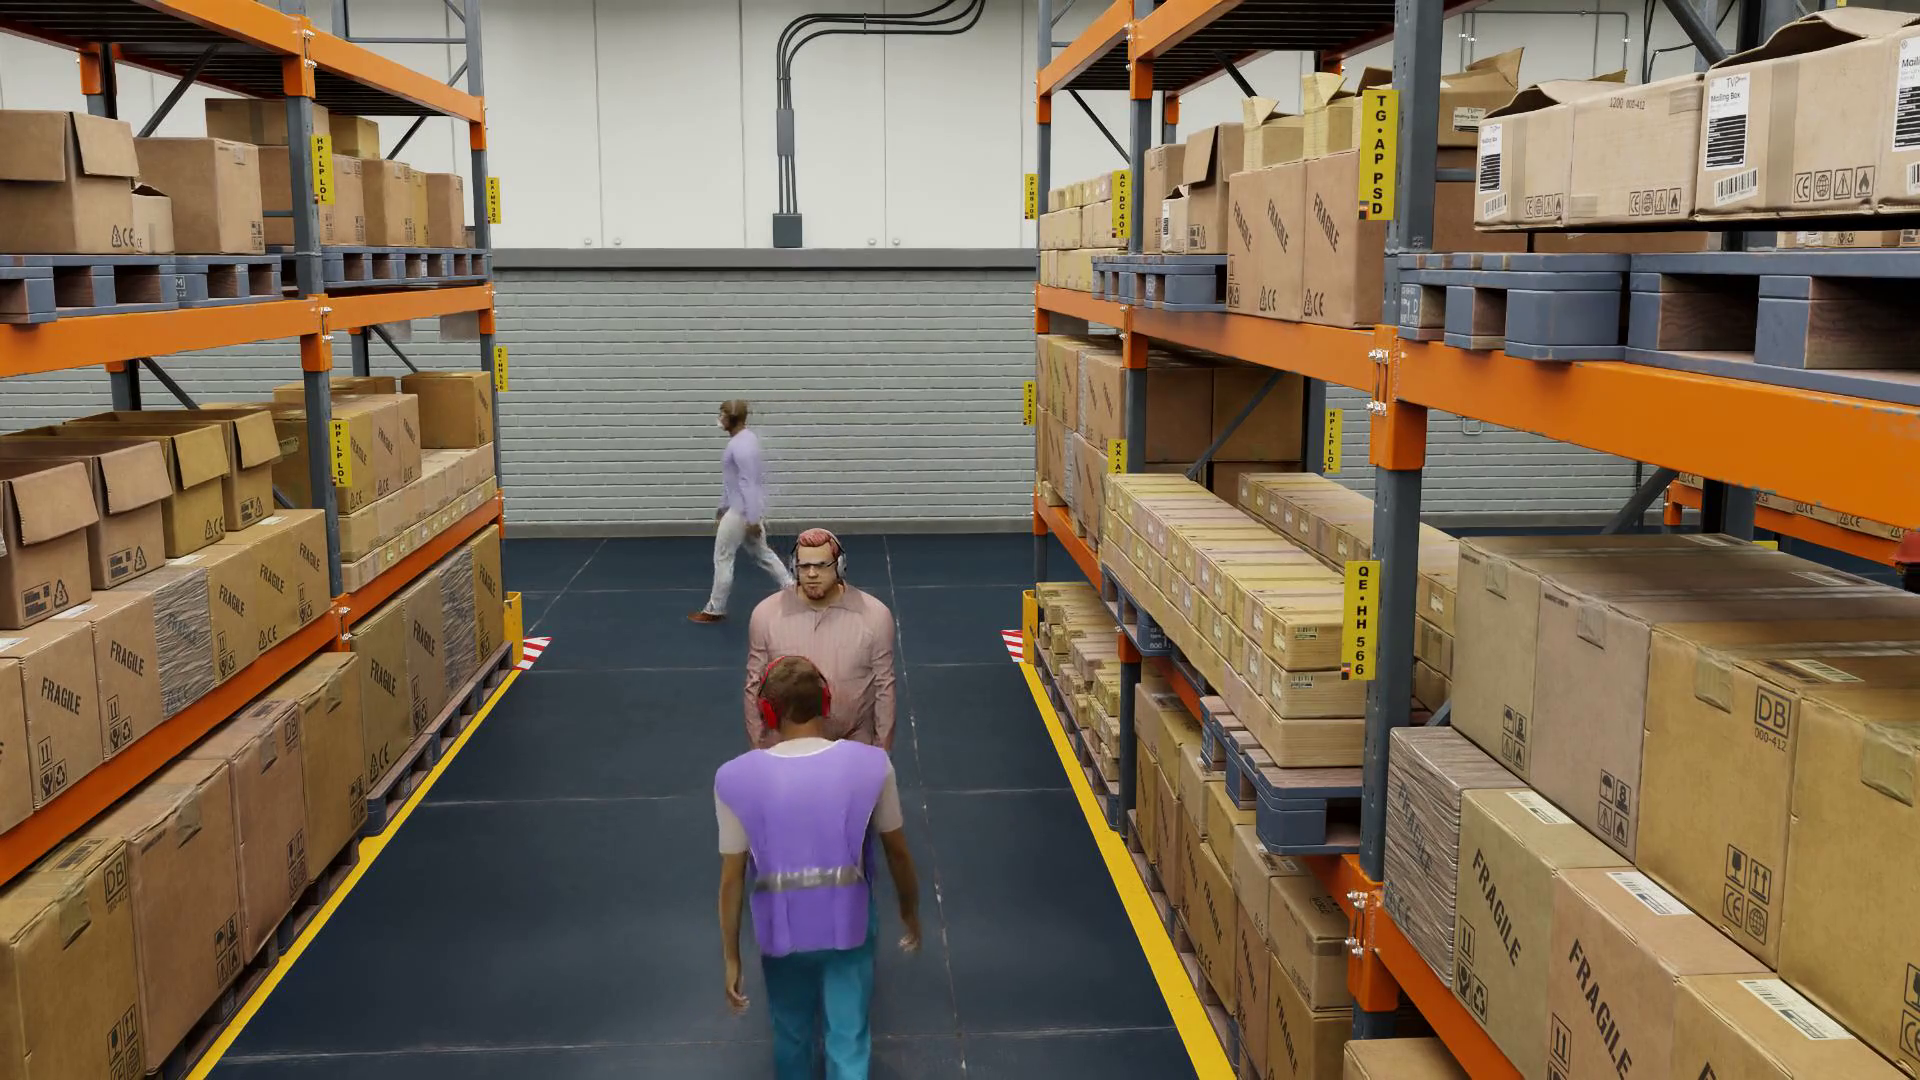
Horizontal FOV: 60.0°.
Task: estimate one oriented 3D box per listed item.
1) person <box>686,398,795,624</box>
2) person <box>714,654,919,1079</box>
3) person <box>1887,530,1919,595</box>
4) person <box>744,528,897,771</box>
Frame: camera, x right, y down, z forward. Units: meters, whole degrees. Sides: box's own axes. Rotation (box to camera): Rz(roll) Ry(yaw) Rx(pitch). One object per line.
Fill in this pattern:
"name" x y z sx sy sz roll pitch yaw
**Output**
"person" -1.749 -0.238 13.796 0.986 1.902 0.632 0 10 -1
"person" -0.444 1.253 5.324 0.661 1.787 0.962 -1 10 -5
"person" 3.908 0.899 6.813 0.629 1.979 1.064 -3 10 -15
"person" -0.594 0.890 7.099 0.651 1.906 0.403 0 10 -2
